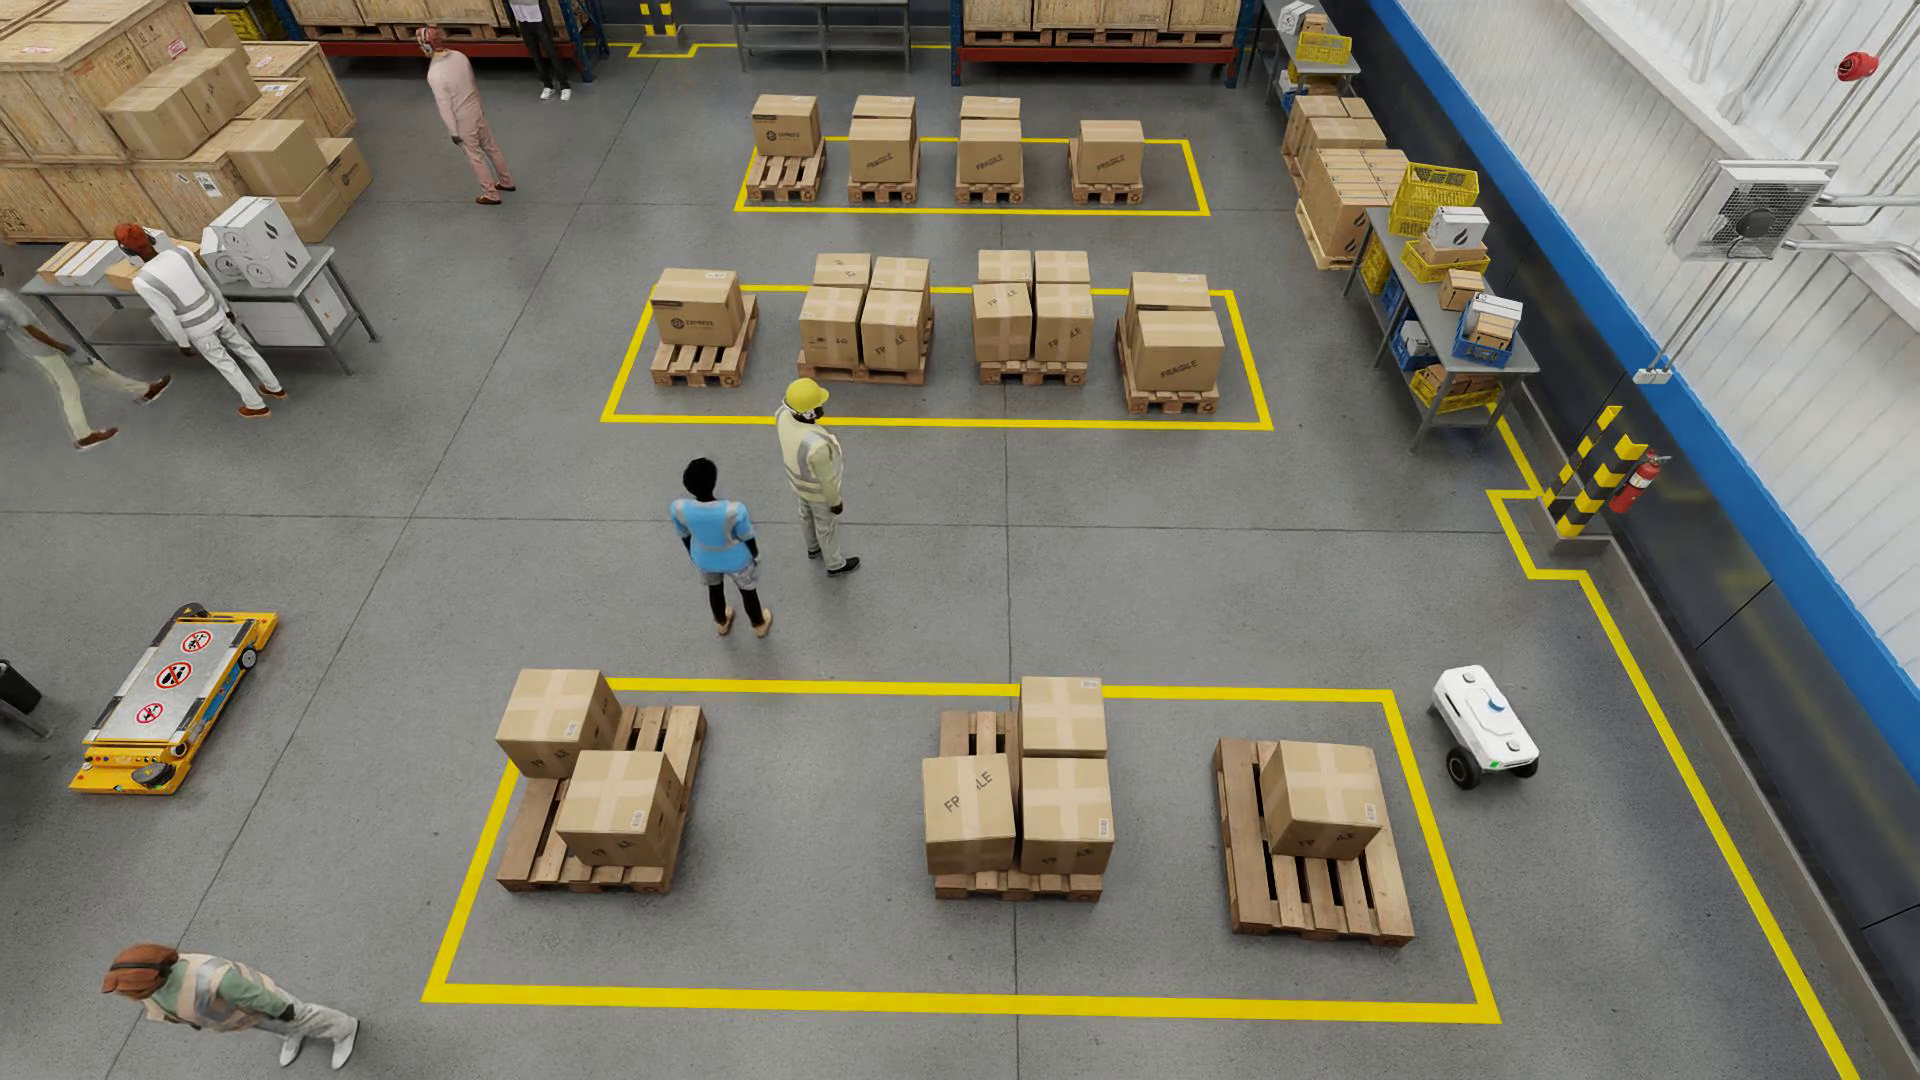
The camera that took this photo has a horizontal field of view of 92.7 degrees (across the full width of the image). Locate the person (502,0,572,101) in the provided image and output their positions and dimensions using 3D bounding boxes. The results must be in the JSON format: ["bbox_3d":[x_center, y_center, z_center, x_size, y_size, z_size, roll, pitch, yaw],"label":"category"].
[{"bbox_3d":[-5.636,-6.814,12.054,0.598,1.907,0.407,2,50,2],"label":"person"}]

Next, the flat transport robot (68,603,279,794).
[{"bbox_3d":[-5.504,1.072,6.442,0.652,0.197,1.431,1,50,1],"label":"flat transport robot"}]

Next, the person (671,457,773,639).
[{"bbox_3d":[-1.637,0.105,6.338,0.543,1.691,0.320,5,50,4],"label":"person"}]

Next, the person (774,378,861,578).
[{"bbox_3d":[-1.047,-0.445,6.708,0.404,1.835,0.589,-30,56,-23],"label":"person"}]

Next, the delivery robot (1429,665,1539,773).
[{"bbox_3d":[3.484,1.189,6.099,0.477,0.478,0.707,-9,50,-7],"label":"delivery robot"}]

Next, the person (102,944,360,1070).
[{"bbox_3d":[-3.558,2.298,4.522,0.521,1.633,0.316,3,50,2],"label":"person"}]

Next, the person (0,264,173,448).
[{"bbox_3d":[-7.628,-1.685,7.772,0.549,1.812,0.949,32,57,24],"label":"person"}]

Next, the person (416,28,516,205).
[{"bbox_3d":[-5.579,-4.734,10.300,0.401,1.900,0.647,10,51,9],"label":"person"}]

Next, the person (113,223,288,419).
[{"bbox_3d":[-6.499,-1.856,7.869,0.353,1.886,0.573,9,50,8],"label":"person"}]
